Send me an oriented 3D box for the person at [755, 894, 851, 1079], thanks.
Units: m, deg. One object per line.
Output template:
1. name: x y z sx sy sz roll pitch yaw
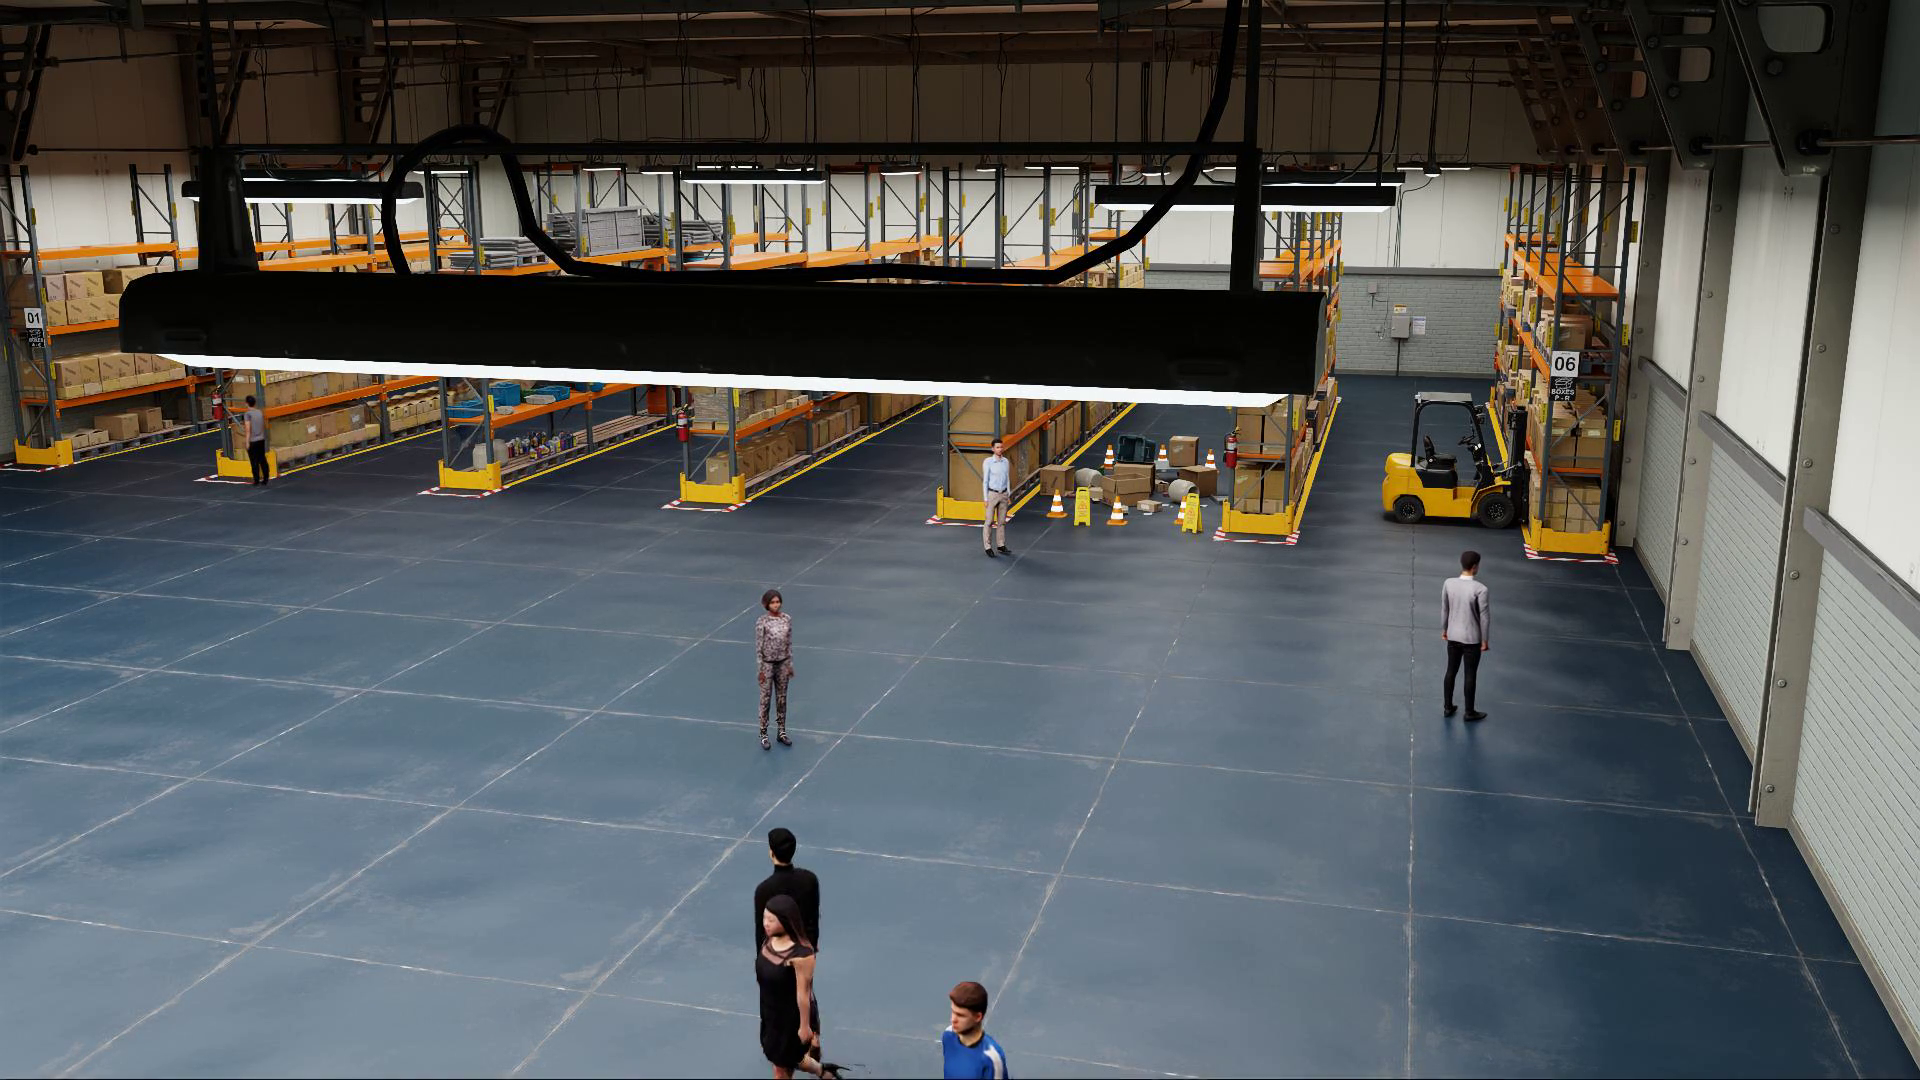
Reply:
1. person: -1.018 3.033 10.575 1.028 1.699 0.948 -9 16 -35

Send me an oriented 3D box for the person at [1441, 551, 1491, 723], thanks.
1. person: 5.633 1.064 18.588 0.842 1.921 0.840 -12 17 -41

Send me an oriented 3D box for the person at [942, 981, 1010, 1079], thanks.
1. person: 0.157 3.289 9.196 1.054 1.823 1.301 12 18 42

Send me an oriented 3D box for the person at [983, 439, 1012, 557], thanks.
1. person: 0.584 -0.694 26.342 0.749 1.848 0.804 -7 15 -27

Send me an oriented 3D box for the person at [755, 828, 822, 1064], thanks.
1. person: -1.148 2.823 11.459 0.947 1.710 1.027 -6 15 -26

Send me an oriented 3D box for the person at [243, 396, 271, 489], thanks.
1. person: -13.438 -1.887 31.702 0.677 1.754 0.464 4 14 17

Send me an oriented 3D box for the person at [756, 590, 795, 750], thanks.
1. person: -1.982 1.363 17.758 0.679 1.713 0.733 -6 15 -26

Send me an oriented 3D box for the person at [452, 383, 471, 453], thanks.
1. person: -10.646 -2.632 35.554 0.659 1.468 0.920 1 13 4
